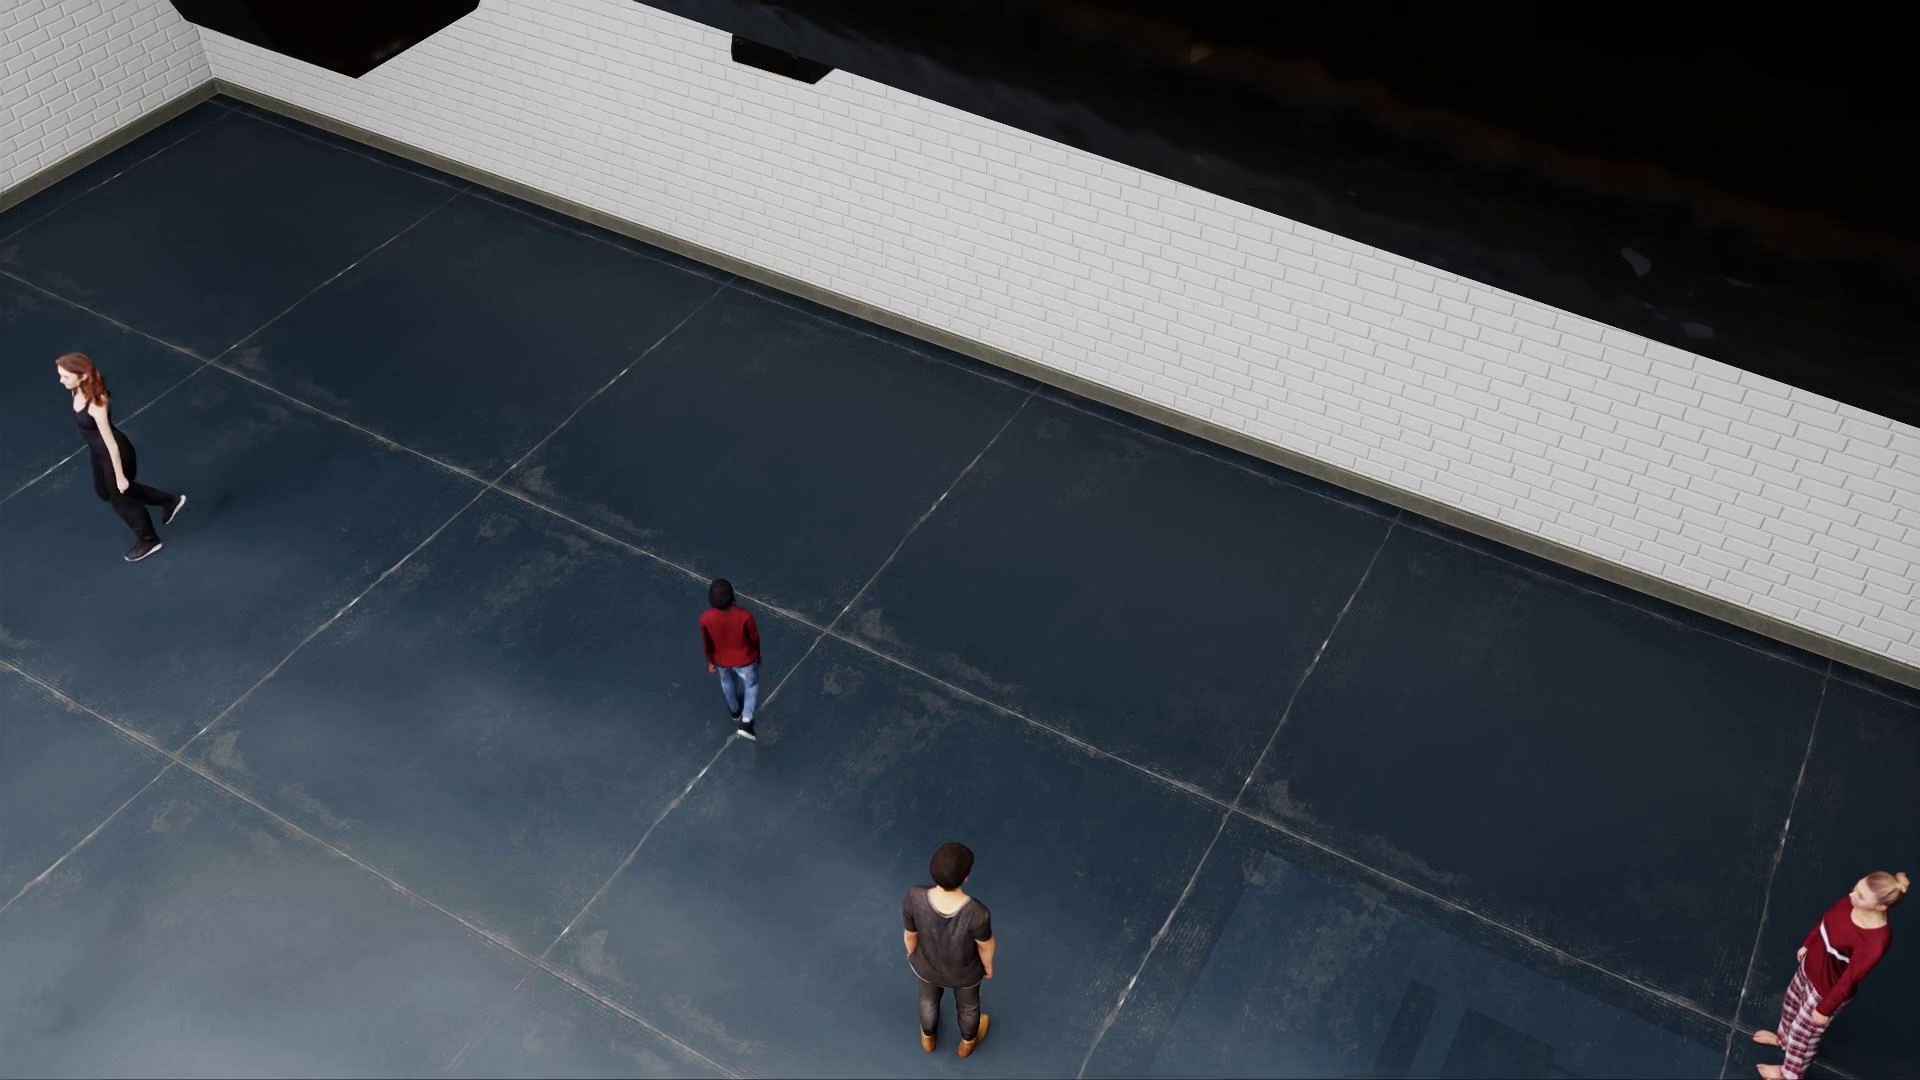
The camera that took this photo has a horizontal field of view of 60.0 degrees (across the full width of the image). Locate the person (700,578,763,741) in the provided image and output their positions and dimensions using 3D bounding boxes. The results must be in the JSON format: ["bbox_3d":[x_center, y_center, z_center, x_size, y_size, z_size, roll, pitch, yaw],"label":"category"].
[{"bbox_3d":[-1.405,0.755,10.329,0.668,1.242,0.789,2,44,2],"label":"person"}]

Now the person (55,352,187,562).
[{"bbox_3d":[-5.738,-0.622,11.415,0.707,1.737,0.844,33,53,30],"label":"person"}]

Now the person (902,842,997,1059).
[{"bbox_3d":[-0.057,2.126,8.546,0.683,1.716,0.643,10,45,10],"label":"person"}]

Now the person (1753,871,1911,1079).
[{"bbox_3d":[4.430,2.212,8.469,0.735,1.697,0.574,8,44,8],"label":"person"}]
